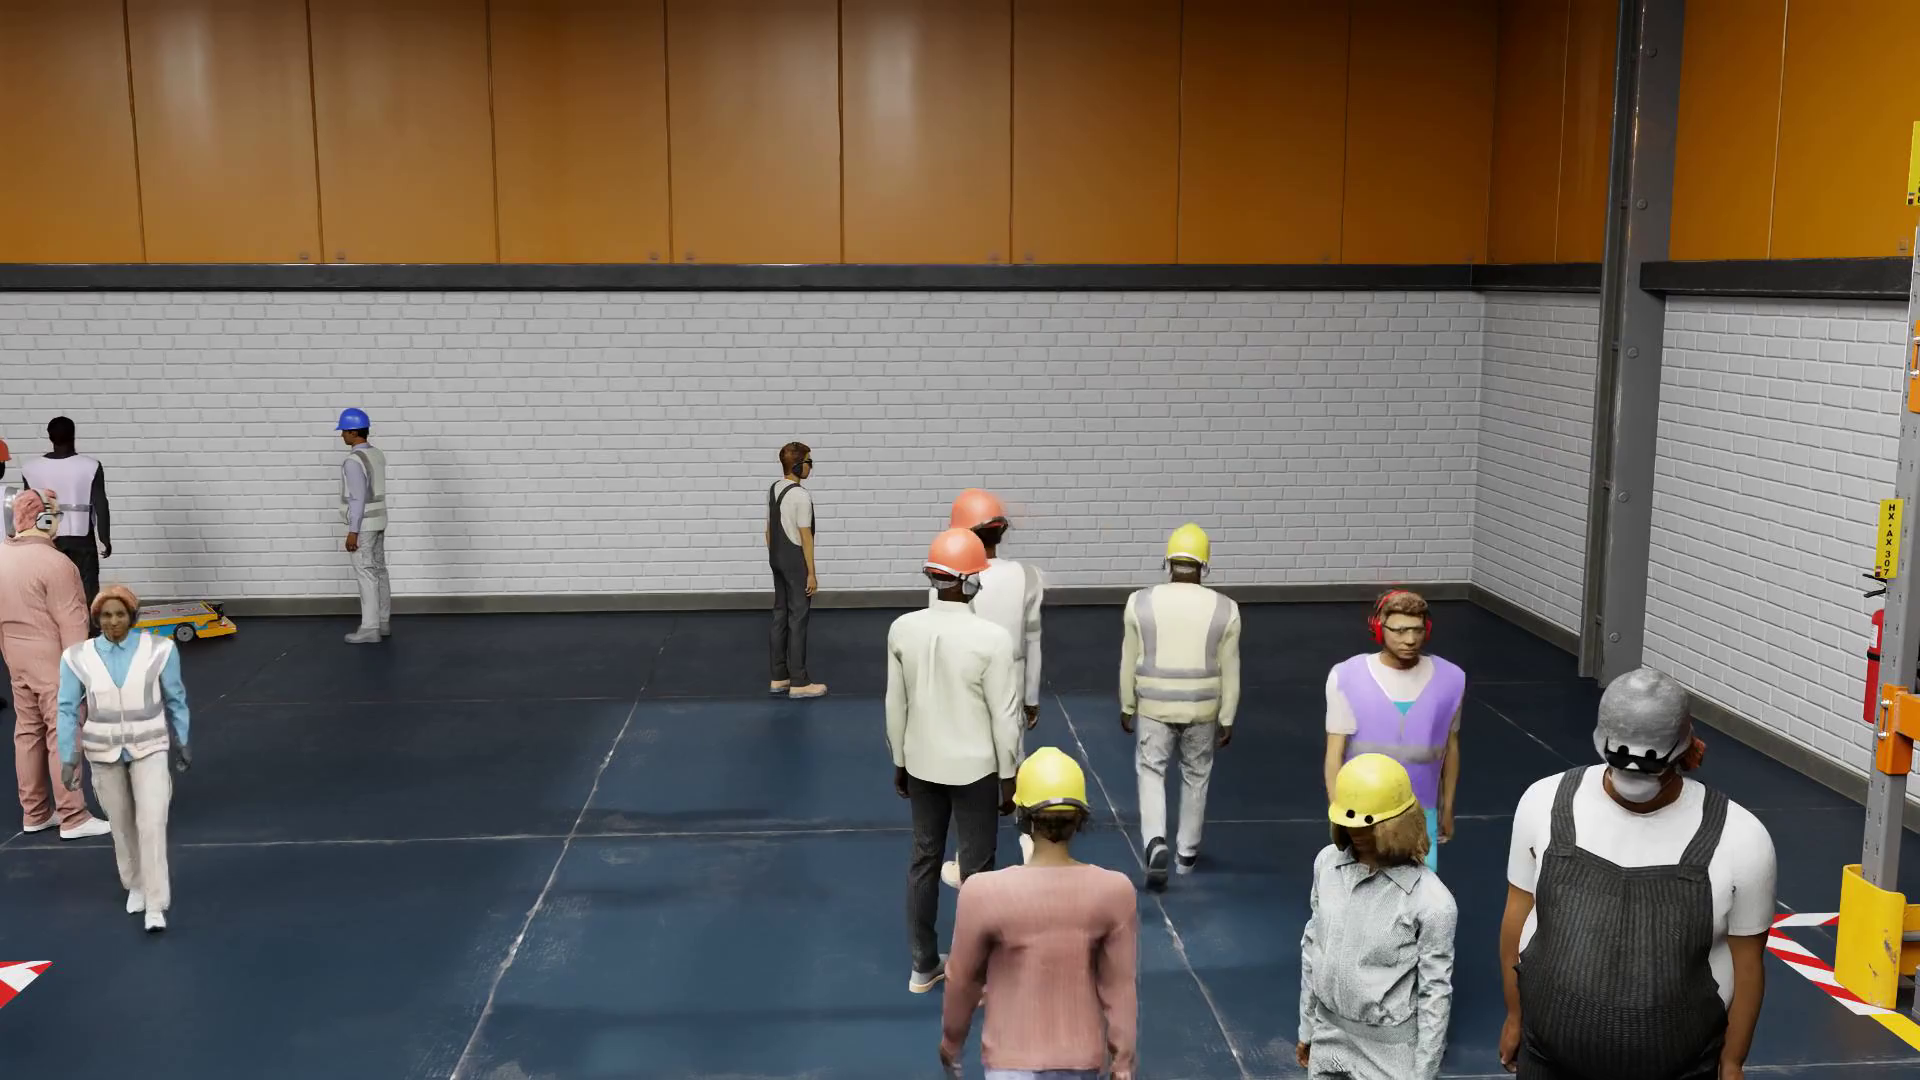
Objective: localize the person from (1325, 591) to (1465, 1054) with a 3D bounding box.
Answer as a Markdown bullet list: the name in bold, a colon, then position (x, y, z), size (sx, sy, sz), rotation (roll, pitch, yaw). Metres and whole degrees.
- **person**: position (1.744, 1.082, 6.708), size (0.579, 1.790, 0.990), rotation (0, 9, 2)

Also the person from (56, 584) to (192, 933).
- **person**: position (-3.855, 1.017, 7.668), size (0.546, 1.599, 0.807), rotation (-3, 10, -20)

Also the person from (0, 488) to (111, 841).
- **person**: position (-4.895, 0.667, 8.958), size (0.642, 1.907, 0.410), rotation (4, 10, 26)

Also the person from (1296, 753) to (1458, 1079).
- **person**: position (1.130, 1.434, 4.661), size (0.304, 1.739, 0.485), rotation (-7, 12, -38)

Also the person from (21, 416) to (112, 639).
- **person**: position (-7.100, -0.016, 13.265), size (0.605, 1.930, 0.408), rotation (-3, 9, -16)

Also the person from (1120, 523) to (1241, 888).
- **person**: position (1.089, 0.825, 8.237), size (0.600, 1.815, 0.690), rotation (1, 9, 6)

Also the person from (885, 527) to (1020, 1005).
- **person**: position (-0.019, 0.938, 6.966), size (0.611, 1.996, 0.387), rotation (6, 11, 31)

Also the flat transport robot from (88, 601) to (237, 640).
- **flat transport robot**: position (-6.832, 0.711, 13.793), size (1.431, 0.197, 0.652), rotation (-6, 11, -33)

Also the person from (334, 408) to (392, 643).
- **person**: position (-4.945, -0.124, 13.787), size (0.397, 1.944, 0.616), rotation (0, 9, 0)

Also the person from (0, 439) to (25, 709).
- **person**: position (-6.632, 0.245, 11.497), size (0.544, 1.939, 0.354), rotation (-1, 9, -9)

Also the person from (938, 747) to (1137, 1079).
- **person**: position (0.241, 1.442, 4.675), size (0.527, 1.720, 0.920), rotation (-3, 10, -20)

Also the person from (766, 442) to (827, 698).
- **person**: position (-1.202, 0.211, 12.000), size (0.327, 1.844, 0.514), rotation (-7, 12, -38)

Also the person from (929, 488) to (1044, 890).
- **person**: position (0.142, 0.763, 7.957), size (0.629, 2.026, 0.731), rotation (-5, 10, -27)
